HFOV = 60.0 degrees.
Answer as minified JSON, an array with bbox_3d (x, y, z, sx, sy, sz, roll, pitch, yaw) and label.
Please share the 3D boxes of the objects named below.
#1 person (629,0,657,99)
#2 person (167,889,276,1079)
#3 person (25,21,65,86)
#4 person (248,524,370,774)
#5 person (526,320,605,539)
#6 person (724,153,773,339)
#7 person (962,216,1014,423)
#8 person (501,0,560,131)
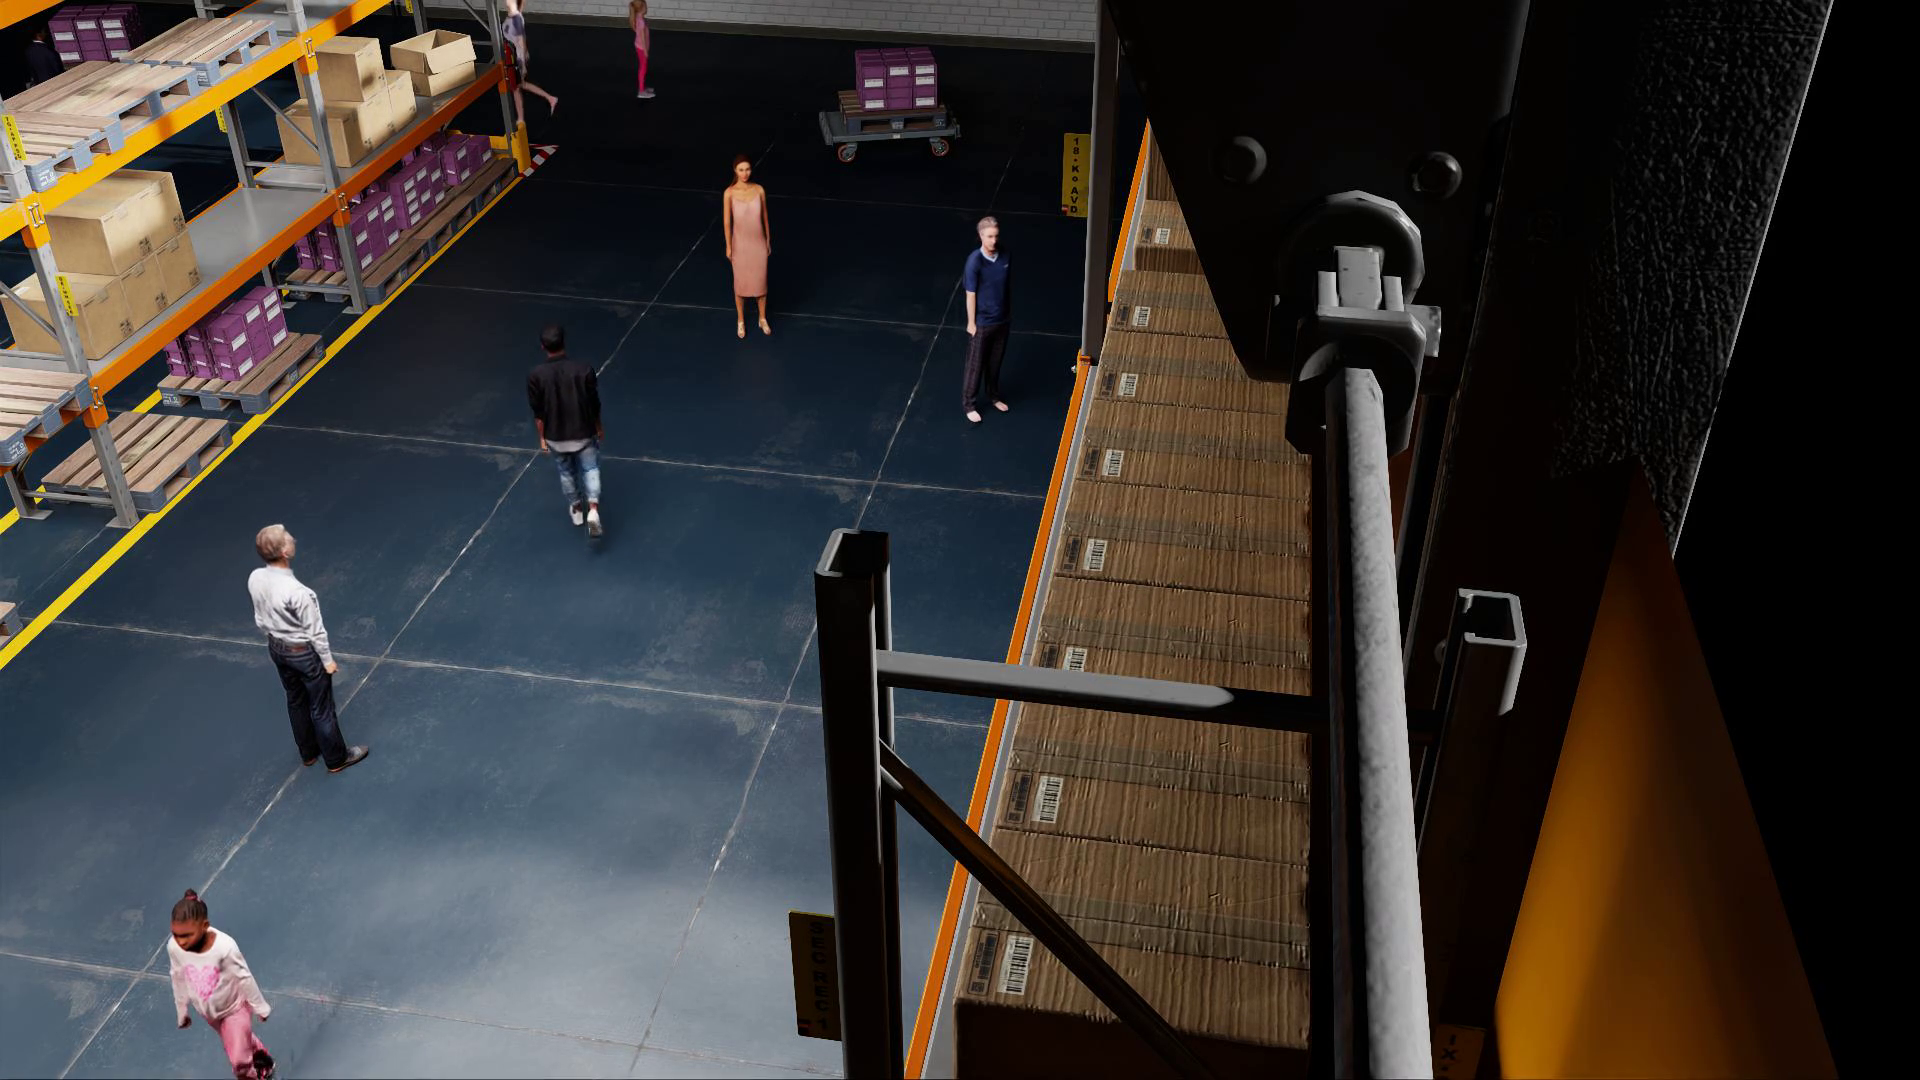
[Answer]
[{"bbox_3d":[-4.204,-6.498,21.941,0.613,1.265,0.513,-9,35,-13],"label":"person"},{"bbox_3d":[-3.746,2.313,8.531,0.584,1.433,0.706,7,34,10],"label":"person"},{"bbox_3d":[-10.706,-5.259,19.660,0.665,1.726,0.595,12,35,17],"label":"person"},{"bbox_3d":[-4.223,0.693,10.622,0.716,1.818,0.659,16,37,22],"label":"person"},{"bbox_3d":[-3.031,-0.811,12.909,0.898,1.792,1.078,-5,34,-8],"label":"person"},{"bbox_3d":[-2.016,-2.813,15.885,0.671,1.832,0.669,-10,35,-15],"label":"person"},{"bbox_3d":[0.245,-1.948,14.548,0.717,1.870,0.788,-23,40,-31],"label":"person"},{"bbox_3d":[-5.434,-6.019,20.787,0.911,1.745,0.964,-11,35,-17],"label":"person"}]
